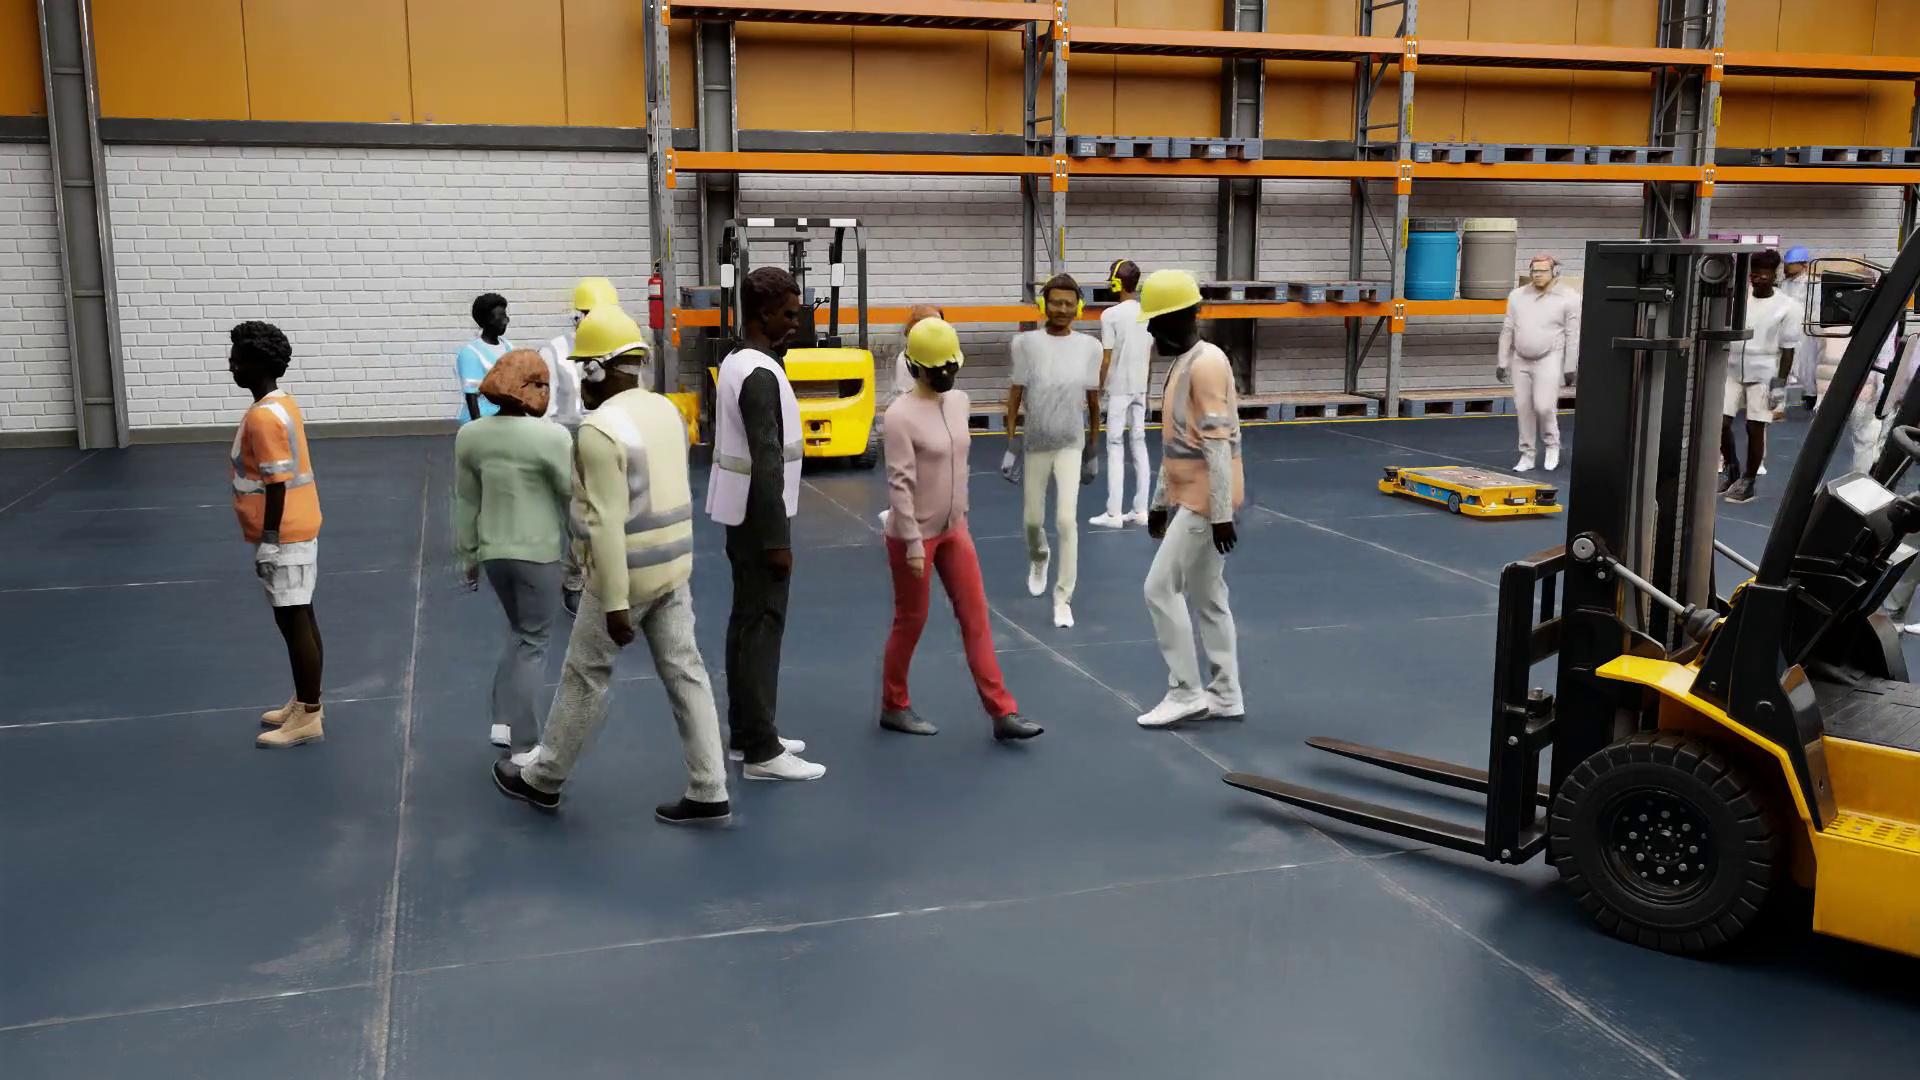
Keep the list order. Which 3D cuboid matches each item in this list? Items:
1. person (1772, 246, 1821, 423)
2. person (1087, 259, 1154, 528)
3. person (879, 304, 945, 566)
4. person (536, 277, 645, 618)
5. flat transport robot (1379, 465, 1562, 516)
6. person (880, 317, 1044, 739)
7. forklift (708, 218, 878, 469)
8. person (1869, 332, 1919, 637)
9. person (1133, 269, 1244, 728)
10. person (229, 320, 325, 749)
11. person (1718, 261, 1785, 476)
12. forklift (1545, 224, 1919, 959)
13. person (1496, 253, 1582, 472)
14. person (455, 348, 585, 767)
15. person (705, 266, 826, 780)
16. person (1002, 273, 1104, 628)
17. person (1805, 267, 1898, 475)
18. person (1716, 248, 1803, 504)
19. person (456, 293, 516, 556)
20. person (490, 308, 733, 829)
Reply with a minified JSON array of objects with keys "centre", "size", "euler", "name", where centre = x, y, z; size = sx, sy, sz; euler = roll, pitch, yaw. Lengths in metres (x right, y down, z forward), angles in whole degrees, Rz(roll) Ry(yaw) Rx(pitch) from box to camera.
[{"centre":[9.146,-2.234,18.128],"size":[0.702,1.932,0.619],"euler":[-4,11,-21],"name":"person"},{"centre":[1.130,-1.015,11.609],"size":[0.553,1.872,0.336],"euler":[-7,13,-34],"name":"person"},{"centre":[-0.277,-0.653,10.304],"size":[0.535,1.620,0.499],"euler":[7,12,33],"name":"person"},{"centre":[-1.881,-0.446,8.619],"size":[0.627,1.816,0.425],"euler":[-9,14,-40],"name":"person"},{"centre":[3.824,-0.388,12.551],"size":[0.652,0.197,1.431],"euler":[-3,11,-17],"name":"flat transport robot"},{"centre":[-0.027,-0.016,6.559],"size":[0.805,1.707,0.591],"euler":[8,13,37],"name":"person"},{"centre":[-1.522,-1.778,14.899],"size":[1.214,2.155,2.313],"euler":[-3,11,-17],"name":"forklift"},{"centre":[4.803,-0.416,8.280],"size":[0.812,1.881,0.642],"euler":[-1,10,-4],"name":"person"},{"centre":[0.920,-0.166,6.875],"size":[0.622,1.889,0.627],"euler":[0,10,1],"name":"person"},{"centre":[-2.718,-0.022,6.636],"size":[0.321,1.696,0.536],"euler":[-3,11,-15],"name":"person"},{"centre":[6.661,-1.494,14.150],"size":[0.638,1.902,0.406],"euler":[5,11,25],"name":"person"},{"centre":[2.909,0.117,4.508],"size":[2.313,2.155,1.214],"euler":[9,14,40],"name":"forklift"},{"centre":[4.937,-1.509,14.262],"size":[0.643,1.885,0.441],"euler":[10,14,44],"name":"person"},{"centre":[-1.654,0.076,6.344],"size":[0.497,1.612,0.405],"euler":[5,11,23],"name":"person"},{"centre":[-0.751,-0.059,6.247],"size":[0.392,1.914,0.589],"euler":[-3,11,-17],"name":"person"},{"centre":[0.495,-0.505,8.900],"size":[0.526,1.844,0.797],"euler":[1,10,5],"name":"person"},{"centre":[6.523,-1.093,12.214],"size":[0.858,1.811,0.642],"euler":[-8,13,-39],"name":"person"},{"centre":[5.966,-1.221,12.558],"size":[0.466,1.936,0.652],"euler":[-8,13,-38],"name":"person"},{"centre":[-2.881,-0.707,10.461],"size":[0.739,1.663,0.552],"euler":[4,11,23],"name":"person"},{"centre":[-1.184,0.108,5.701],"size":[0.931,1.777,0.598],"euler":[4,11,22],"name":"person"}]
